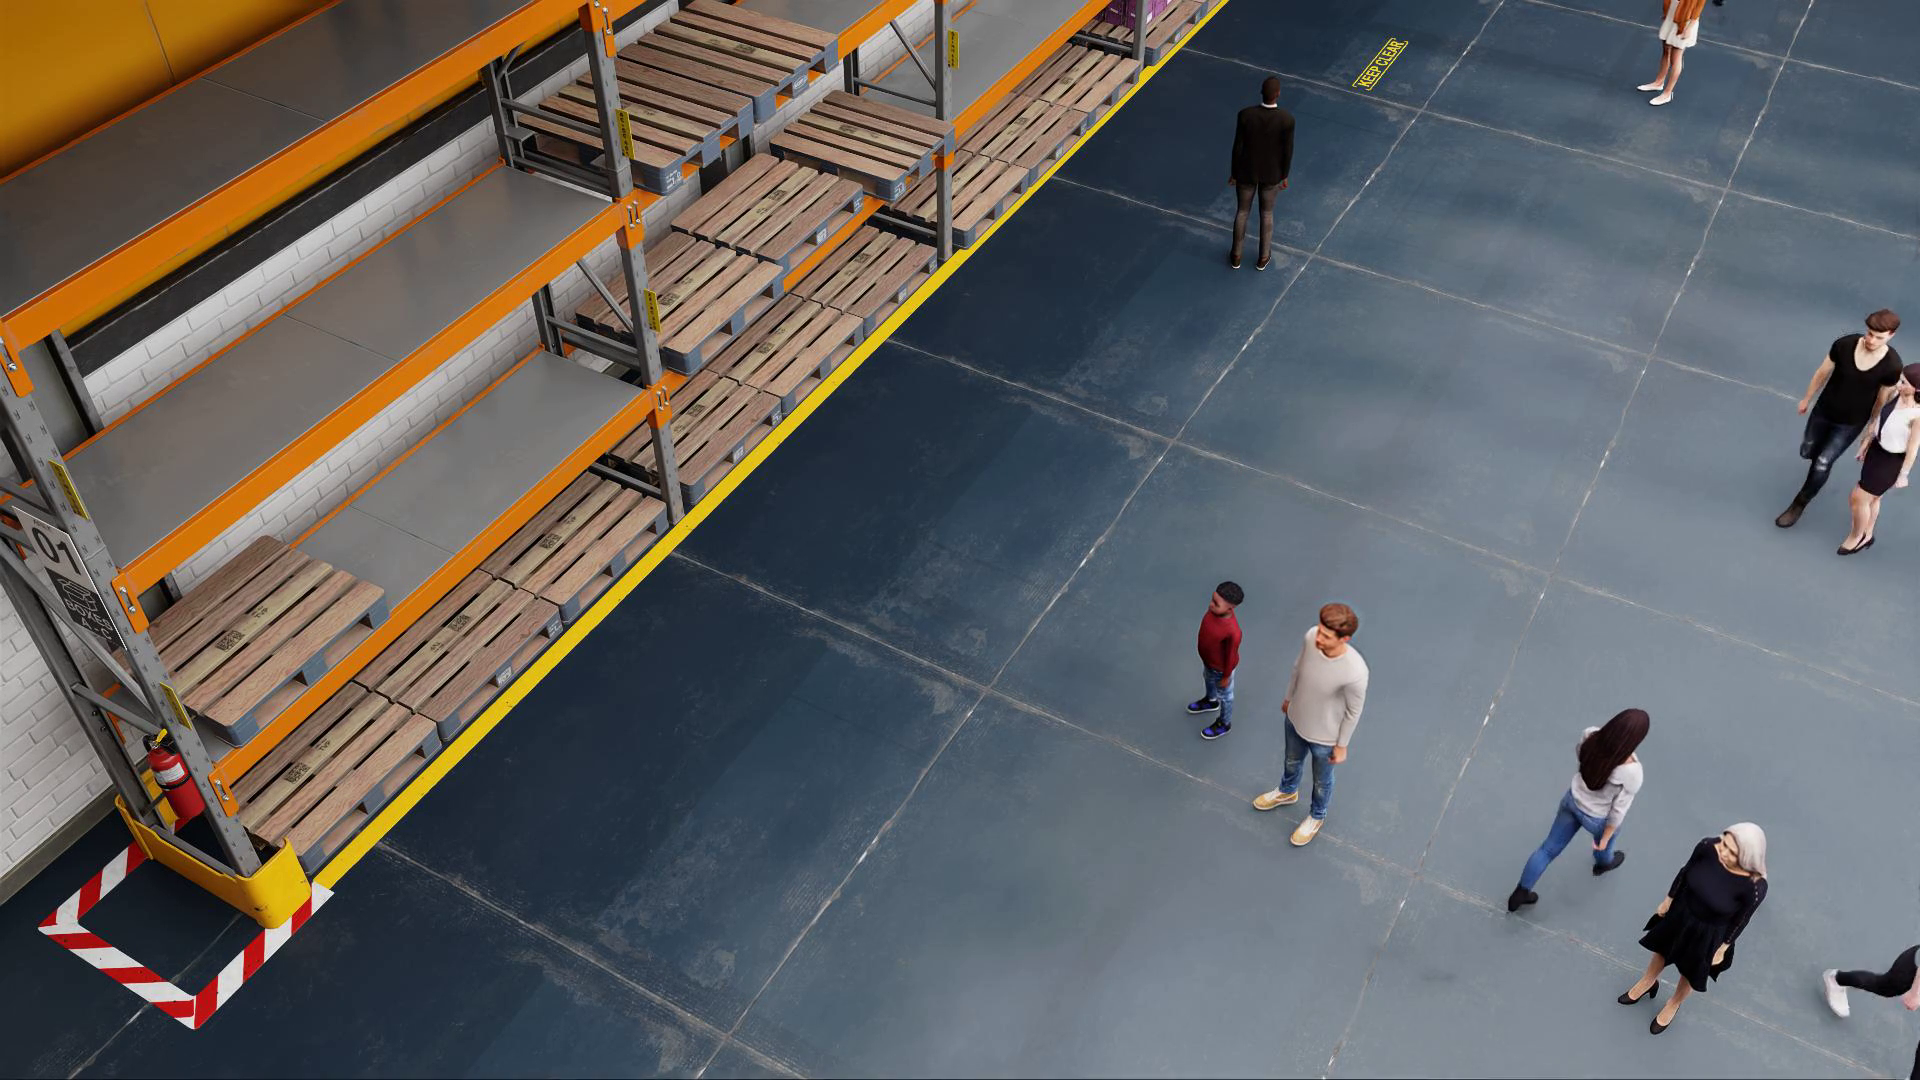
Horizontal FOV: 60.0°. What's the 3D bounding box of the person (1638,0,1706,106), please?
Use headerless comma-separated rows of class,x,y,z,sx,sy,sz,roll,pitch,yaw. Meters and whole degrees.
person,7.176,-5.189,16.508,0.773,1.720,0.712,-9,44,-9

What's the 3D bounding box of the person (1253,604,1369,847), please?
person,2.114,1.065,9.812,0.725,1.902,0.752,-25,49,-24

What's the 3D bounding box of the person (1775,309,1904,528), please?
person,6.362,-0.935,11.935,1.102,1.868,0.893,-32,52,-29

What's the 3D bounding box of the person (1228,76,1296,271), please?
person,2.575,-3.151,14.311,0.721,1.799,0.659,8,44,8

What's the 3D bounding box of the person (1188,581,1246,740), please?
person,1.668,0.739,10.624,0.629,1.252,0.578,-14,45,-14

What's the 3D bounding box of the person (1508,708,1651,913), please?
person,3.523,1.589,9.495,1.165,1.580,0.963,-21,48,-21

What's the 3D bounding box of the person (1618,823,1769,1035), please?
person,3.930,2.068,8.872,0.715,1.746,0.694,-23,48,-22

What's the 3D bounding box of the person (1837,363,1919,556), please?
person,6.583,-0.551,11.706,0.767,1.629,0.697,-6,44,-6
